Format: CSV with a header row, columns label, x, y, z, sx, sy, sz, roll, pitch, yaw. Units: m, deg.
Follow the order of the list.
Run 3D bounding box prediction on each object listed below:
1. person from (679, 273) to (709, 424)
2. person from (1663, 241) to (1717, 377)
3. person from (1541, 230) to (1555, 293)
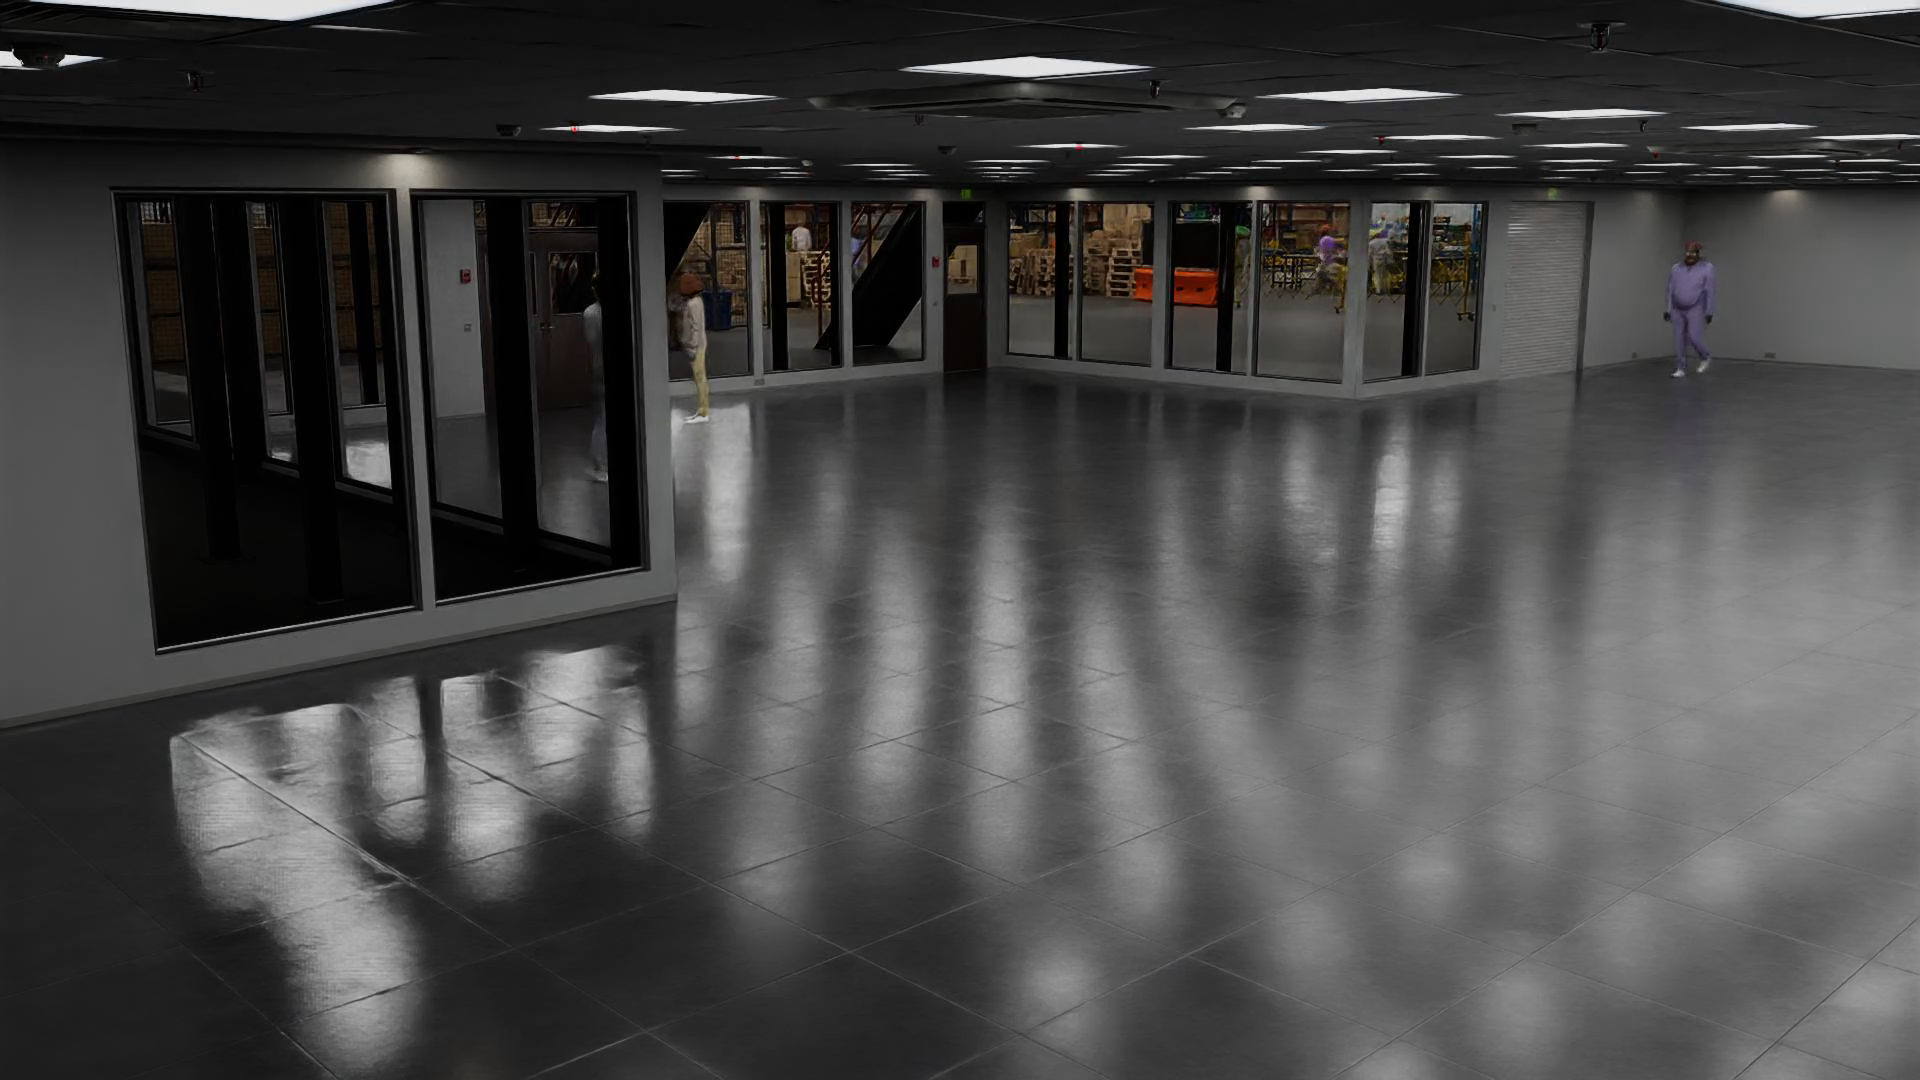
label,x,y,z,sx,sy,sz,roll,pitch,yaw
person,-2.882,-2.080,18.072,0.285,1.631,0.501,-1,11,-4
person,10.110,-3.194,23.015,0.519,1.884,0.644,-10,15,-40
person,13.134,-6.004,36.913,0.652,1.966,0.679,-7,13,-33
